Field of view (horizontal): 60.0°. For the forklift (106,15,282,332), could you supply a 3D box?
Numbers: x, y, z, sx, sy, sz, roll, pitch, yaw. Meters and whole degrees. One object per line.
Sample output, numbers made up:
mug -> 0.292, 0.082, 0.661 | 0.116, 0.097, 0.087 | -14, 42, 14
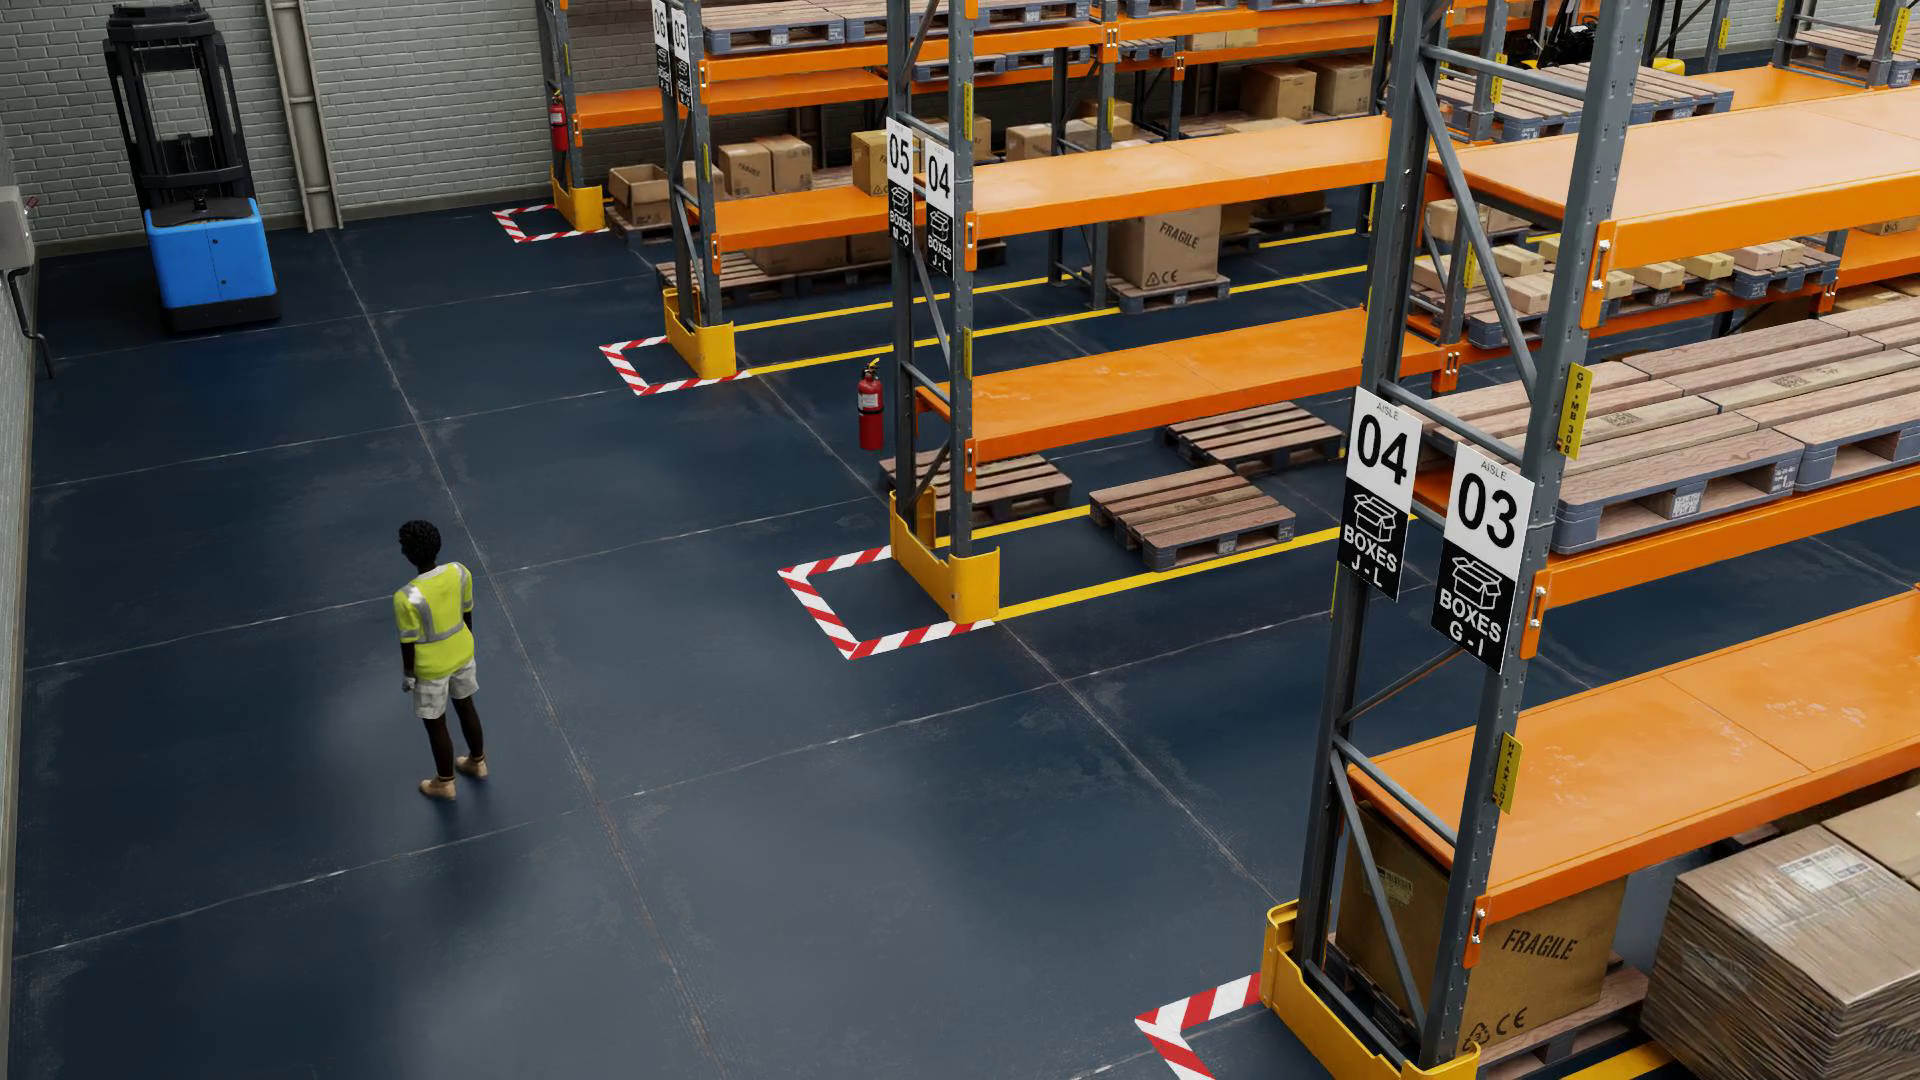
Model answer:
forklift -> -7.548, -3.672, 16.323 | 1.129, 2.768, 1.873 | -12, 30, -22

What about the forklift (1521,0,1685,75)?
forklift -> 8.950, -6.807, 23.056 | 1.214, 2.155, 2.313 | -12, 30, -22

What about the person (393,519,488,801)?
person -> -2.897, 0.665, 9.289 | 0.323, 1.686, 0.539 | 14, 31, 25
